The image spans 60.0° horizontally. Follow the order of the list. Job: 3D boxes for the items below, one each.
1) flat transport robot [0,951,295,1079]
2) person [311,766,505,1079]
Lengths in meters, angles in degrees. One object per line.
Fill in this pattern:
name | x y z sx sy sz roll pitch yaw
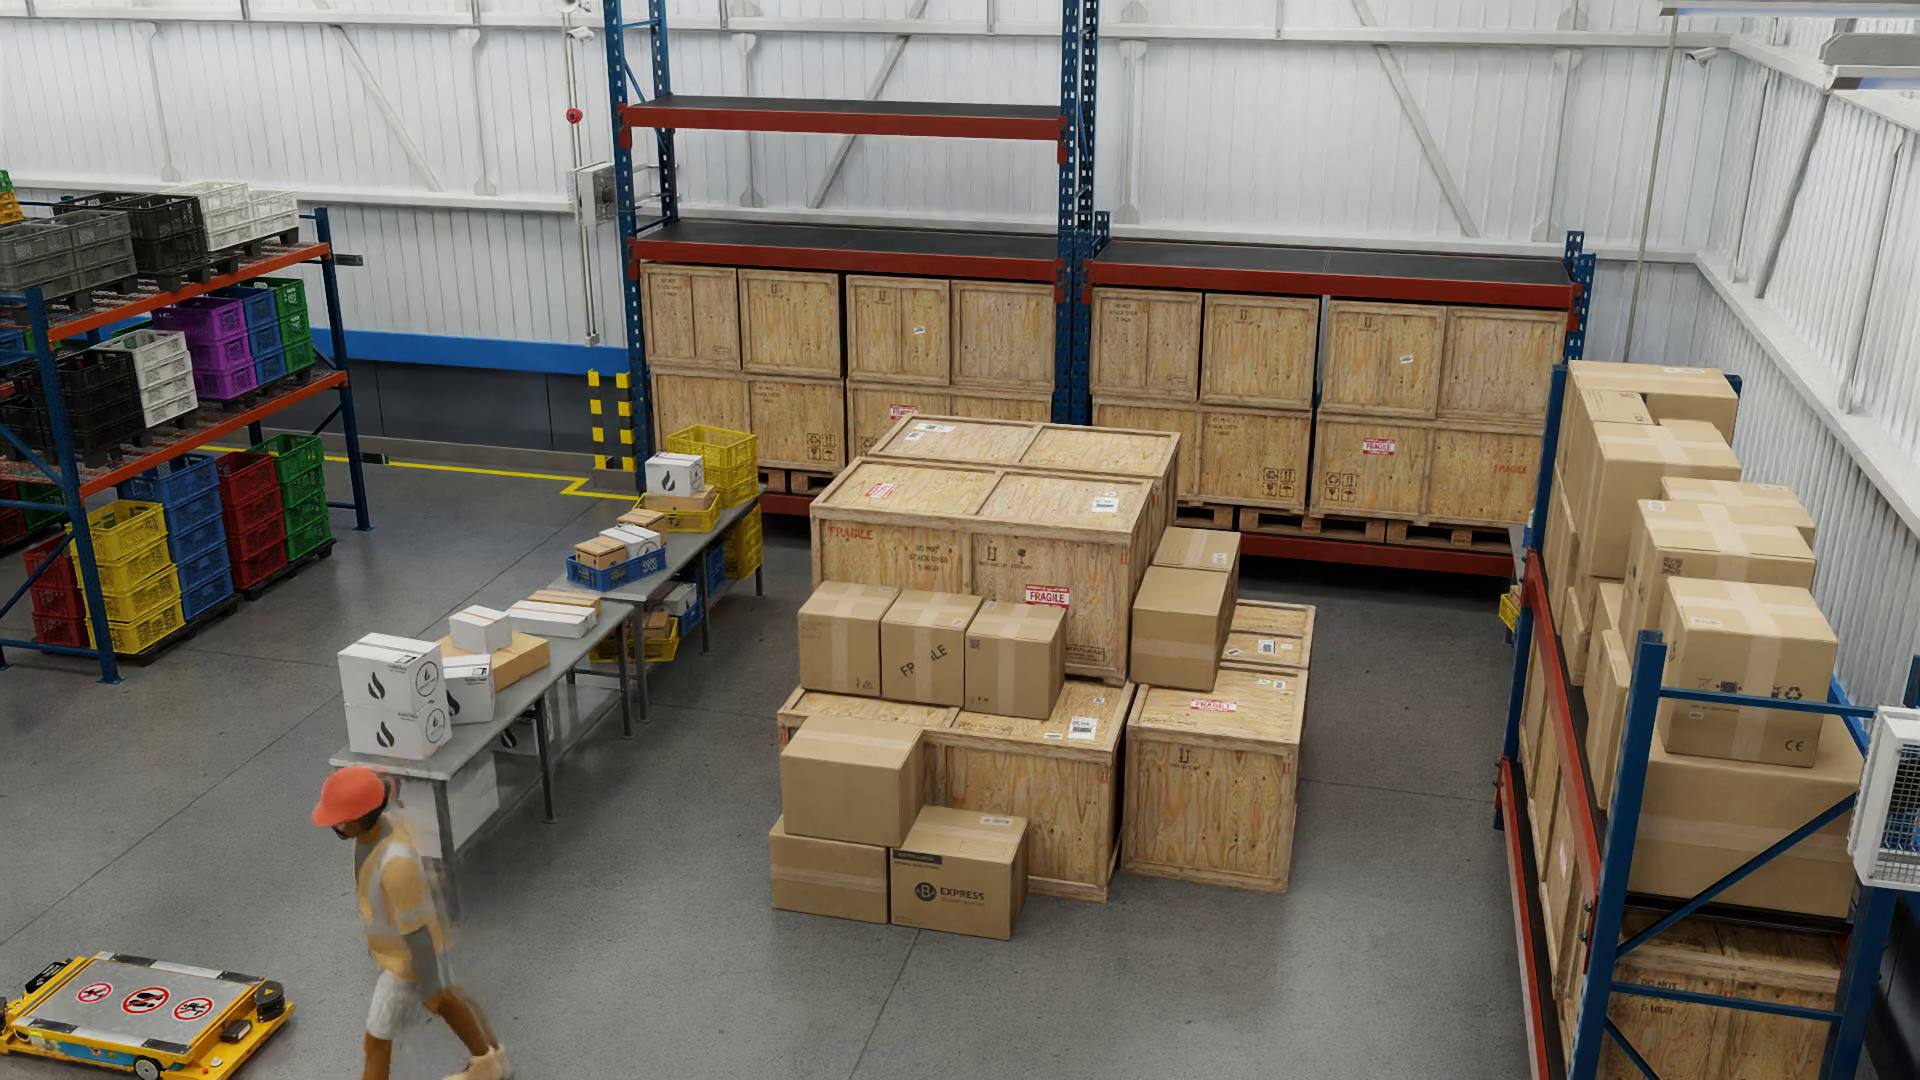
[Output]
flat transport robot | -4.270 2.464 8.601 1.431 0.231 0.659 5 22 13
person | -2.667 1.918 7.647 1.105 1.972 0.664 -11 24 -26
